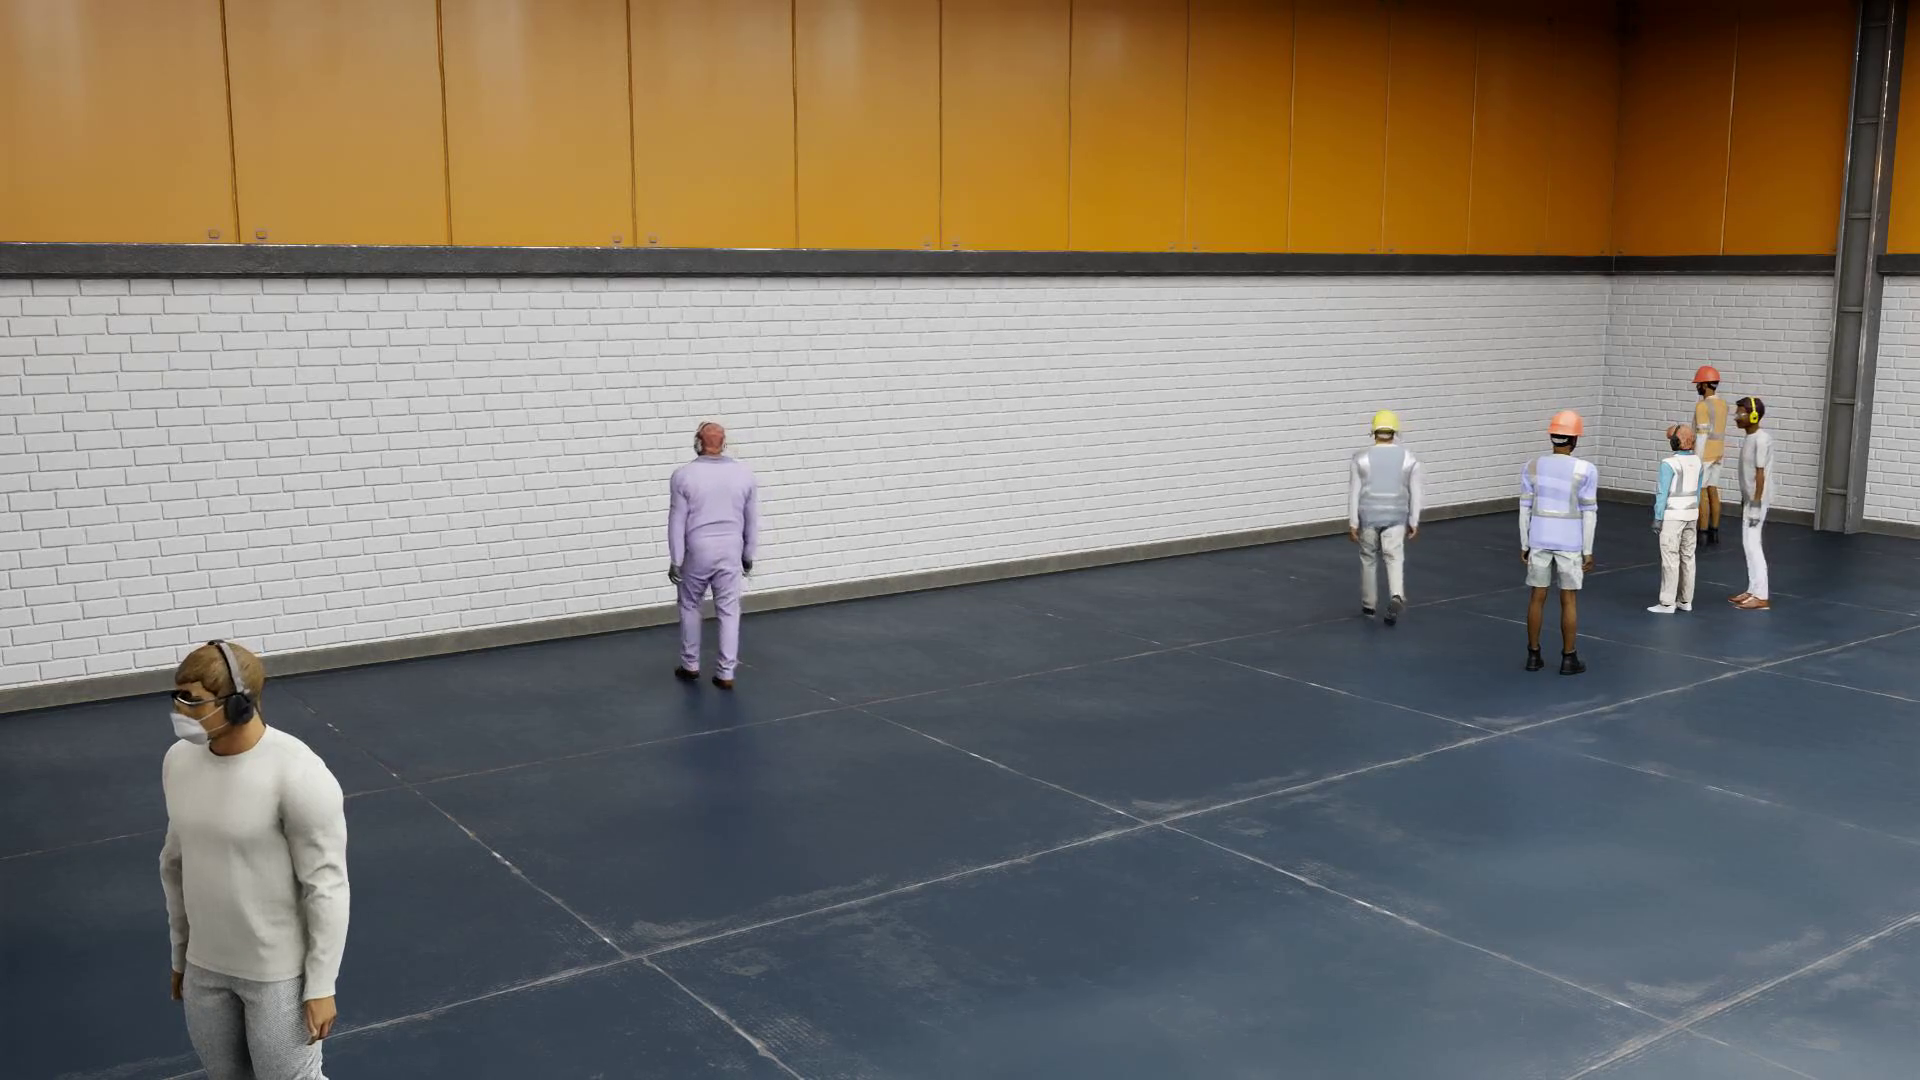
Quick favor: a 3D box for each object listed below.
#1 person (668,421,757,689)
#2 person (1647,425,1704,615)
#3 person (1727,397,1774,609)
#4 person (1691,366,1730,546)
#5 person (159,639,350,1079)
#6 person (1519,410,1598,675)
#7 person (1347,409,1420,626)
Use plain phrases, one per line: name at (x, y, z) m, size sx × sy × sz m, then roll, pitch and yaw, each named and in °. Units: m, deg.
person at (-1.804, 0.092, 11.881) m, size 0.684 × 1.881 × 0.767 m, roll -4°, pitch 10°, yaw -26°
person at (6.178, -0.173, 14.310) m, size 0.511 × 1.634 × 0.313 m, roll -6°, pitch 11°, yaw -31°
person at (6.940, -0.321, 14.581) m, size 0.382 × 1.851 × 0.519 m, roll 2°, pitch 9°, yaw 11°
person at (7.999, -0.905, 17.890) m, size 0.551 × 1.932 × 0.378 m, roll -8°, pitch 12°, yaw -39°
person at (-2.021, 1.223, 4.761) m, size 0.635 × 1.936 × 0.351 m, roll 4°, pitch 10°, yaw 25°
person at (4.378, 0.018, 12.192) m, size 0.547 × 1.938 × 0.379 m, roll 7°, pitch 11°, yaw 36°
person at (3.532, -0.184, 13.849) m, size 0.600 × 1.808 × 0.770 m, roll 1°, pitch 9°, yaw 6°
